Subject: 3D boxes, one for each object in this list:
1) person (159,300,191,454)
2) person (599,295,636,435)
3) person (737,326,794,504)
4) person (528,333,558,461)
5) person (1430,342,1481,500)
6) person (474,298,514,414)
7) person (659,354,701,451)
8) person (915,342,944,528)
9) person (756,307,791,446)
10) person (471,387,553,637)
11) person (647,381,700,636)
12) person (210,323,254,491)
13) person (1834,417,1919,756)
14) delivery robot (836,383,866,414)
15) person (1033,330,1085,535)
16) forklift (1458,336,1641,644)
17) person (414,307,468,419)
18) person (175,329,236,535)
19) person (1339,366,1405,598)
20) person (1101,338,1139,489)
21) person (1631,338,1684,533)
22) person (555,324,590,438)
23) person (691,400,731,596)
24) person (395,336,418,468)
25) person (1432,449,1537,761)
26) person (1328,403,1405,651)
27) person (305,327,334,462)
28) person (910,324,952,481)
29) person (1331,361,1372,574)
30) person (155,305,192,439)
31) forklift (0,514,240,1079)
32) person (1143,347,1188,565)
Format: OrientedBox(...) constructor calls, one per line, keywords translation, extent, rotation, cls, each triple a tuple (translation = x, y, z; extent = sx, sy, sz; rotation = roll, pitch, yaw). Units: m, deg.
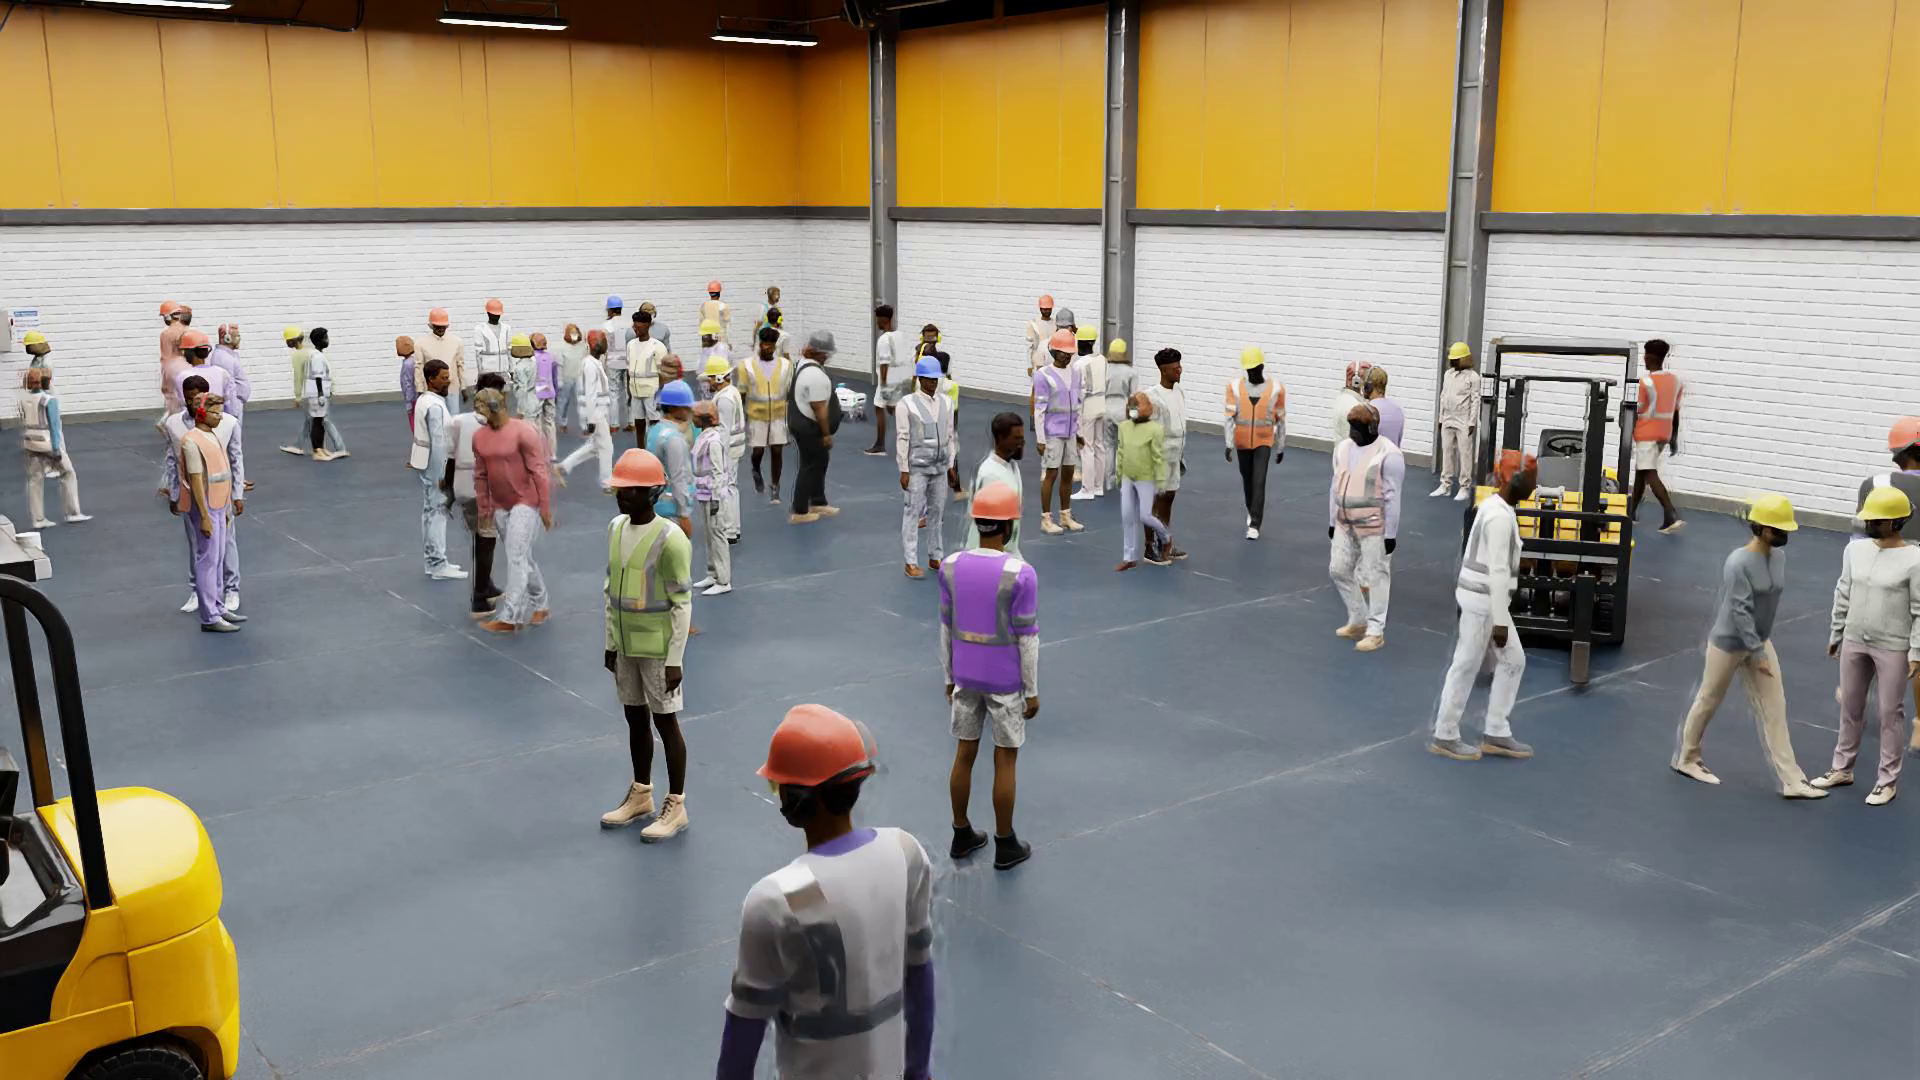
OrientedBox(translation=(-10.140, -2.110, 21.578), extent=(0.410, 1.982, 0.626), rotation=(2, 12, 11), cls="person")
OrientedBox(translation=(-4.778, -2.444, 23.290), extent=(0.607, 1.940, 0.417), rotation=(-9, 15, -38), cls="person")
OrientedBox(translation=(-2.100, -1.367, 18.101), extent=(0.662, 1.933, 0.579), rotation=(-3, 12, -14), cls="person")
OrientedBox(translation=(-5.243, -1.779, 20.828), extent=(0.319, 1.631, 0.524), rotation=(9, 15, 38), cls="person")
OrientedBox(translation=(5.457, -1.305, 18.281), extent=(0.307, 1.736, 0.484), rotation=(-8, 14, -35), cls="person")
OrientedBox(translation=(-6.378, -2.353, 22.874), extent=(0.542, 1.929, 0.368), rotation=(-10, 16, -41), cls="person")
OrientedBox(translation=(-2.741, -0.922, 16.285), extent=(0.447, 1.808, 0.579), rotation=(-5, 13, -23), cls="person")
OrientedBox(translation=(-0.342, -1.049, 16.715), extent=(0.319, 1.871, 0.532), rotation=(5, 13, 21), cls="person")
OrientedBox(translation=(-2.480, -2.177, 22.213), extent=(0.521, 1.855, 0.343), rotation=(4, 12, 19), cls="person")
OrientedBox(translation=(-3.477, -0.215, 12.663), extent=(0.672, 1.890, 0.883), rotation=(6, 13, 28), cls="person")
OrientedBox(translation=(-2.175, -0.240, 12.667), extent=(0.440, 1.938, 0.654), rotation=(-6, 13, -27), cls="person")
OrientedBox(translation=(-8.237, -1.502, 18.854), extent=(0.399, 1.900, 0.636), rotation=(-6, 13, -26), cls="person")
OrientedBox(translation=(5.778, 0.247, 10.197), extent=(0.712, 1.970, 1.060), rotation=(4, 12, 18), cls="person")
OrientedBox(translation=(-1.749, -2.076, 24.643), extent=(0.707, 0.478, 0.477), rotation=(7, 13, 30), cls="delivery robot")
OrientedBox(translation=(0.998, -1.057, 16.383), extent=(0.612, 2.029, 0.407), rotation=(-10, 16, -41), cls="person")
OrientedBox(translation=(4.683, -0.471, 13.136), extent=(1.214, 2.155, 2.313), rotation=(4, 12, 20), cls="forklift")
OrientedBox(translation=(-6.284, -1.827, 20.180), extent=(0.622, 1.988, 0.404), rotation=(-7, 14, -31), cls="person")
OrientedBox(translation=(-7.333, -1.012, 16.120), extent=(0.378, 2.043, 0.611), rotation=(4, 12, 20), cls="person")
OrientedBox(translation=(3.445, -0.482, 13.851), extent=(0.638, 1.926, 0.373), rotation=(-11, 16, -43), cls="person")
OrientedBox(translation=(1.768, -1.415, 18.835), extent=(0.513, 1.720, 0.491), rotation=(2, 12, 10), cls="person")
OrientedBox(translation=(6.931, -1.047, 16.572), extent=(0.612, 1.930, 0.974), rotation=(-6, 13, -25), cls="person")
OrientedBox(translation=(-5.401, -2.230, 23.141), extent=(0.510, 1.573, 0.925), rotation=(-7, 14, -30), cls="person")
OrientedBox(translation=(-2.094, -0.357, 13.939), extent=(0.311, 1.636, 0.523), rotation=(-4, 12, -20), cls="person")
OrientedBox(translation=(-6.747, -1.696, 20.446), extent=(0.289, 1.626, 0.498), rotation=(-3, 12, -16), cls="person")
OrientedBox(translation=(3.162, 0.393, 9.789), extent=(0.707, 1.847, 0.676), rotation=(4, 12, 20), cls="person")
OrientedBox(translation=(2.977, -0.101, 12.247), extent=(0.477, 1.831, 0.654), rotation=(-7, 14, -32), cls="person")
OrientedBox(translation=(-8.066, -1.831, 20.940), extent=(0.328, 1.693, 0.539), rotation=(-5, 13, -21), cls="person")
OrientedBox(translation=(-0.323, -1.586, 19.340), extent=(0.505, 1.864, 0.331), rotation=(0, 12, 1), cls="person")
OrientedBox(translation=(3.437, -0.608, 14.495), extent=(0.408, 1.906, 0.654), rotation=(2, 12, 8), cls="person")
OrientedBox(translation=(-10.535, -2.224, 22.385), extent=(0.620, 1.869, 0.540), rotation=(8, 14, 33), cls="person")
OrientedBox(translation=(-3.687, 1.115, 5.480), extent=(2.313, 2.155, 1.214), rotation=(-9, 15, -36), cls="forklift")
OrientedBox(translation=(1.868, -0.766, 15.116), extent=(0.367, 1.966, 0.607), rotation=(8, 14, 35), cls="person")
